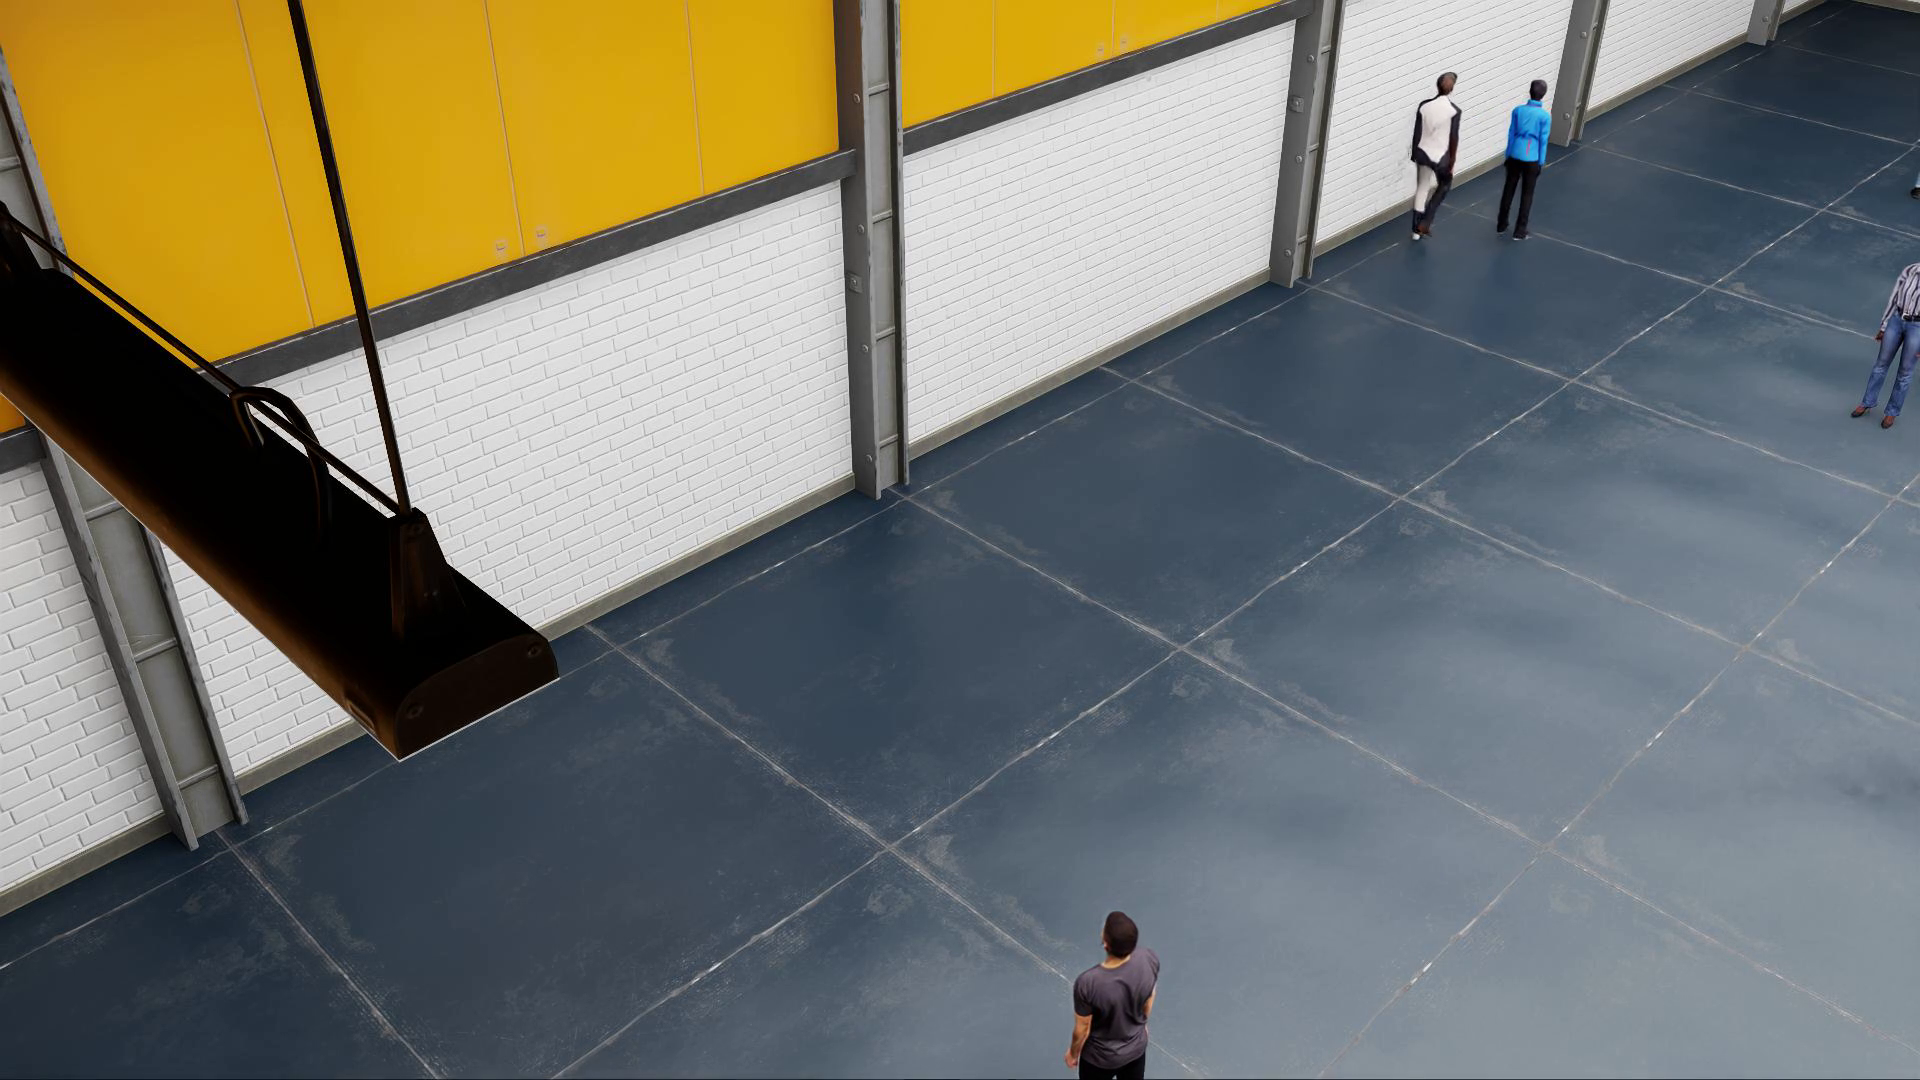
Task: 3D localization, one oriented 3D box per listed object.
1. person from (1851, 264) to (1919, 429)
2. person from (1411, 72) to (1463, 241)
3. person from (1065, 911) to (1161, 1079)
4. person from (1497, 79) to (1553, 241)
[{"bbox_3d":[8.486,-1.860,14.897,0.565,1.794,0.648,-25,41,-32],"label":"person"},{"bbox_3d":[5.177,-4.171,18.298,0.746,1.877,0.731,23,40,30],"label":"person"},{"bbox_3d":[0.765,2.523,8.330,0.588,1.764,0.751,-17,37,-23],"label":"person"},{"bbox_3d":[6.251,-4.227,18.459,0.626,1.792,0.577,26,41,33],"label":"person"}]
